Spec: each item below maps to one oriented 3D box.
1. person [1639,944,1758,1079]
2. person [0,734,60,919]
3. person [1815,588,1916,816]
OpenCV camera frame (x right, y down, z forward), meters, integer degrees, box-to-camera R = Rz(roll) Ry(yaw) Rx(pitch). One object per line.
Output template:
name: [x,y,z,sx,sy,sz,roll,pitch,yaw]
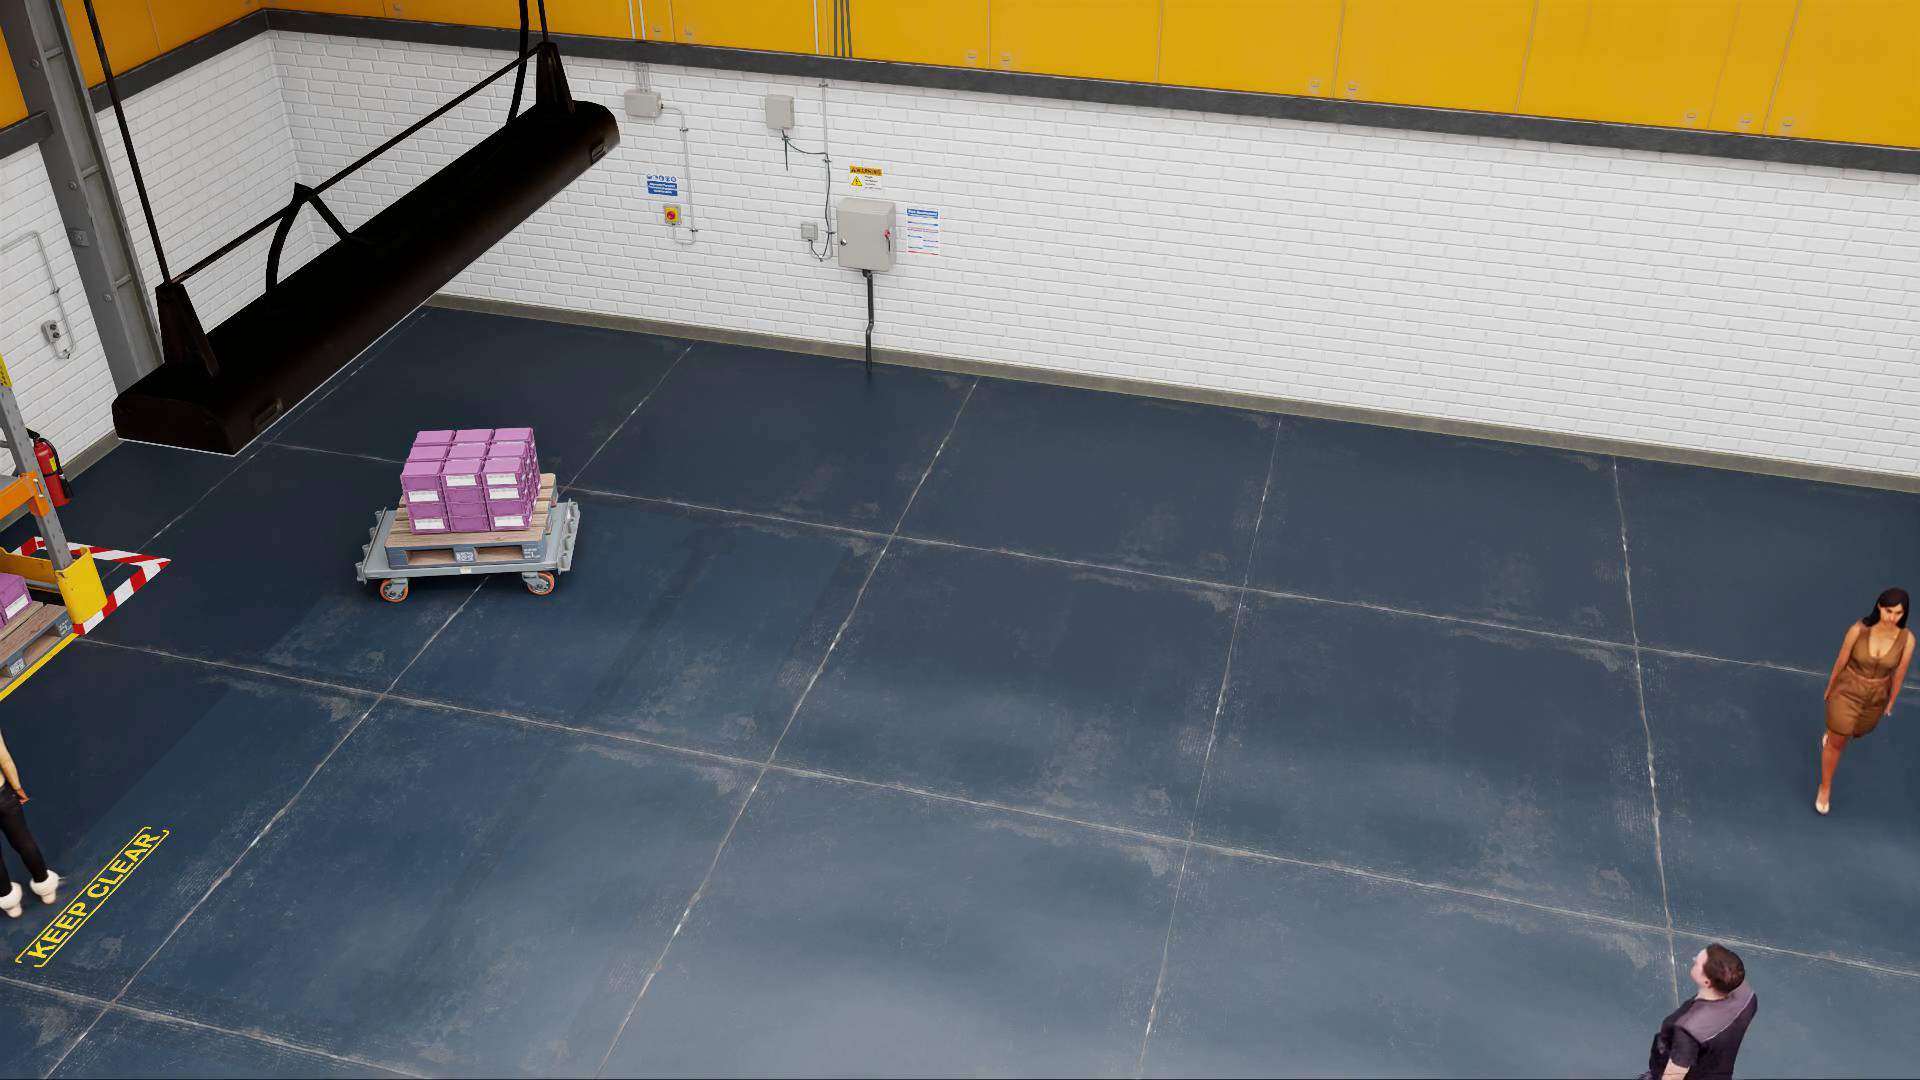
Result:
person: [3.653,2.753,8.187,1.181,1.800,1.229,-18,37,-25]
person: [-5.894,1.589,10.066,0.632,1.660,0.723,-27,42,-34]
person: [5.919,0.989,10.961,0.593,1.667,1.003,11,35,15]
